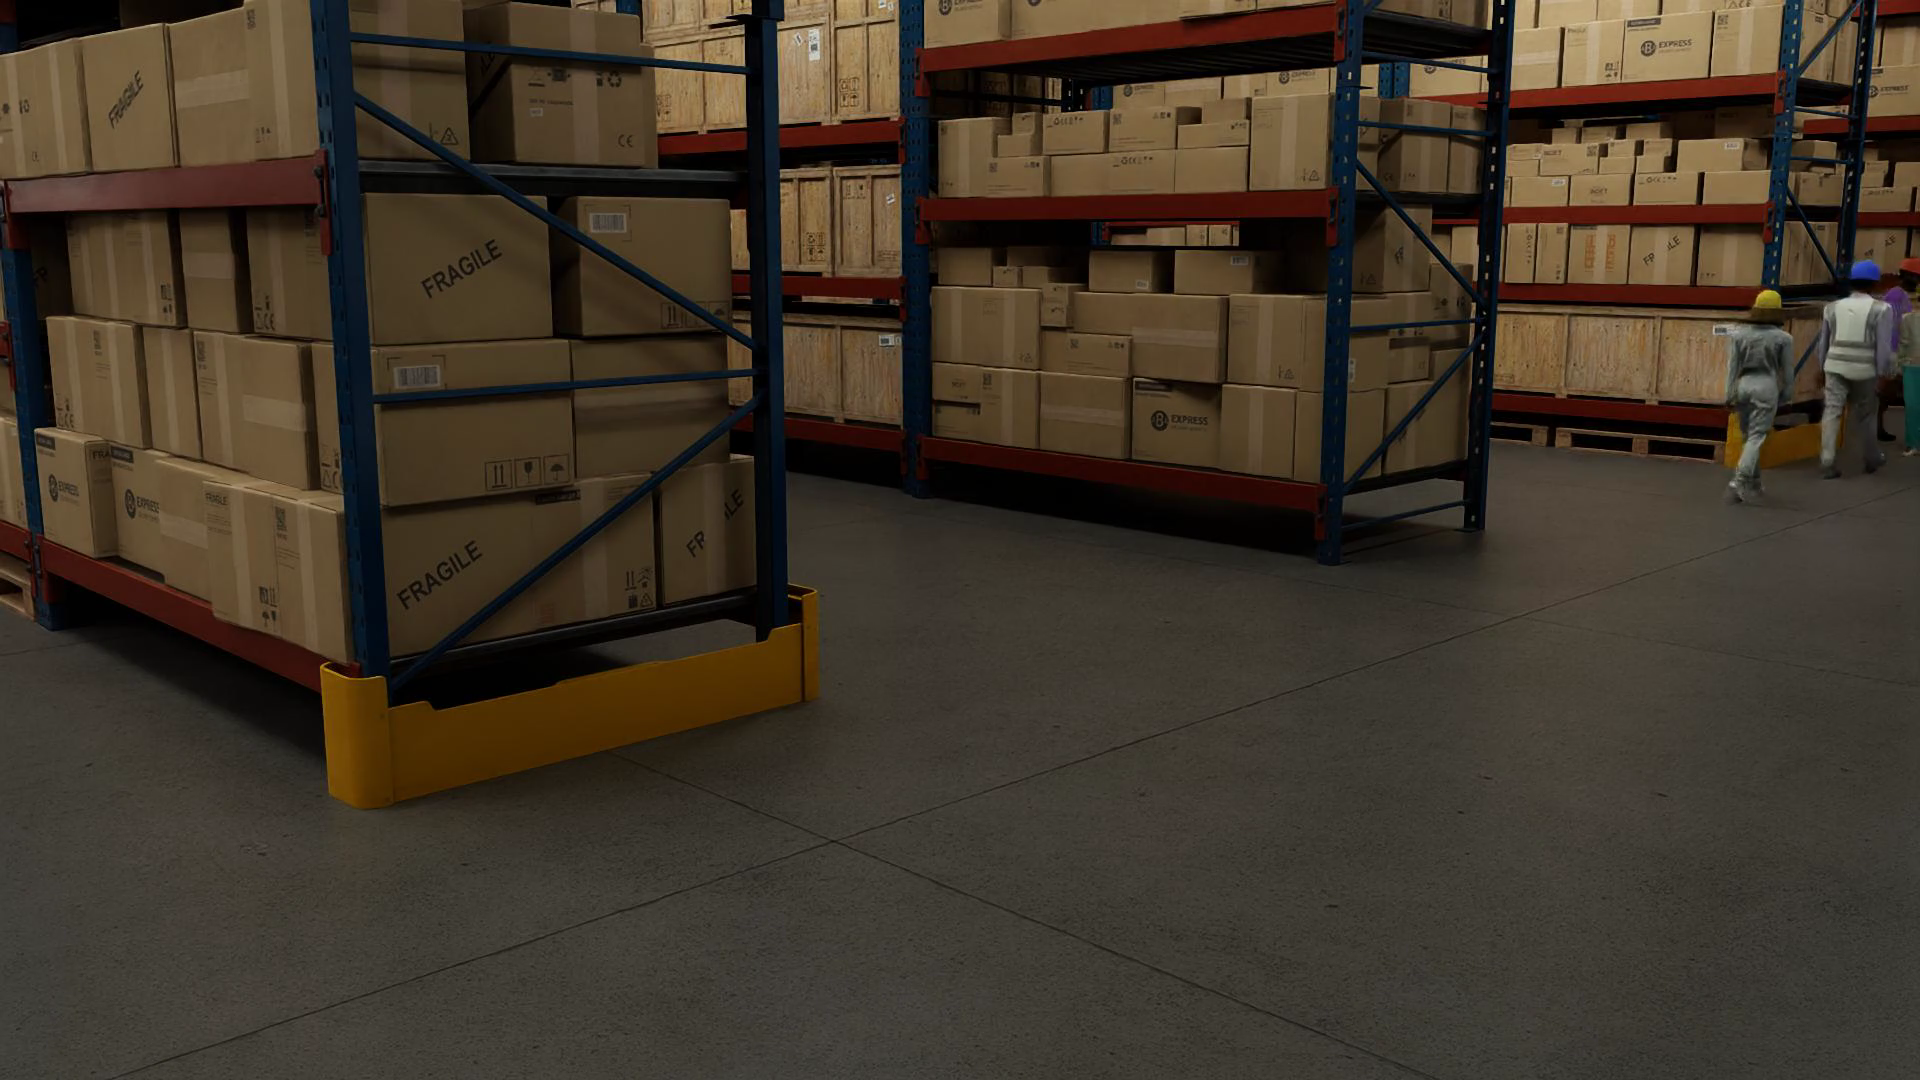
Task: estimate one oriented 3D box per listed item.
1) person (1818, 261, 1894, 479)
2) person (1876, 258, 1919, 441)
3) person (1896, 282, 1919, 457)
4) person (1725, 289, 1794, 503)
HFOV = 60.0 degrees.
[{"bbox_3d":[7.934,-1.500,14.698,0.965,1.896,0.639,-9,14,-40],"label":"person"},{"bbox_3d":[9.673,-1.957,17.206,0.485,1.893,0.632,7,13,34],"label":"person"},{"bbox_3d":[9.377,-1.670,16.097,0.548,1.738,0.677,8,13,36],"label":"person"},{"bbox_3d":[6.414,-1.164,13.410,0.849,1.708,0.493,-10,14,-43],"label":"person"}]
